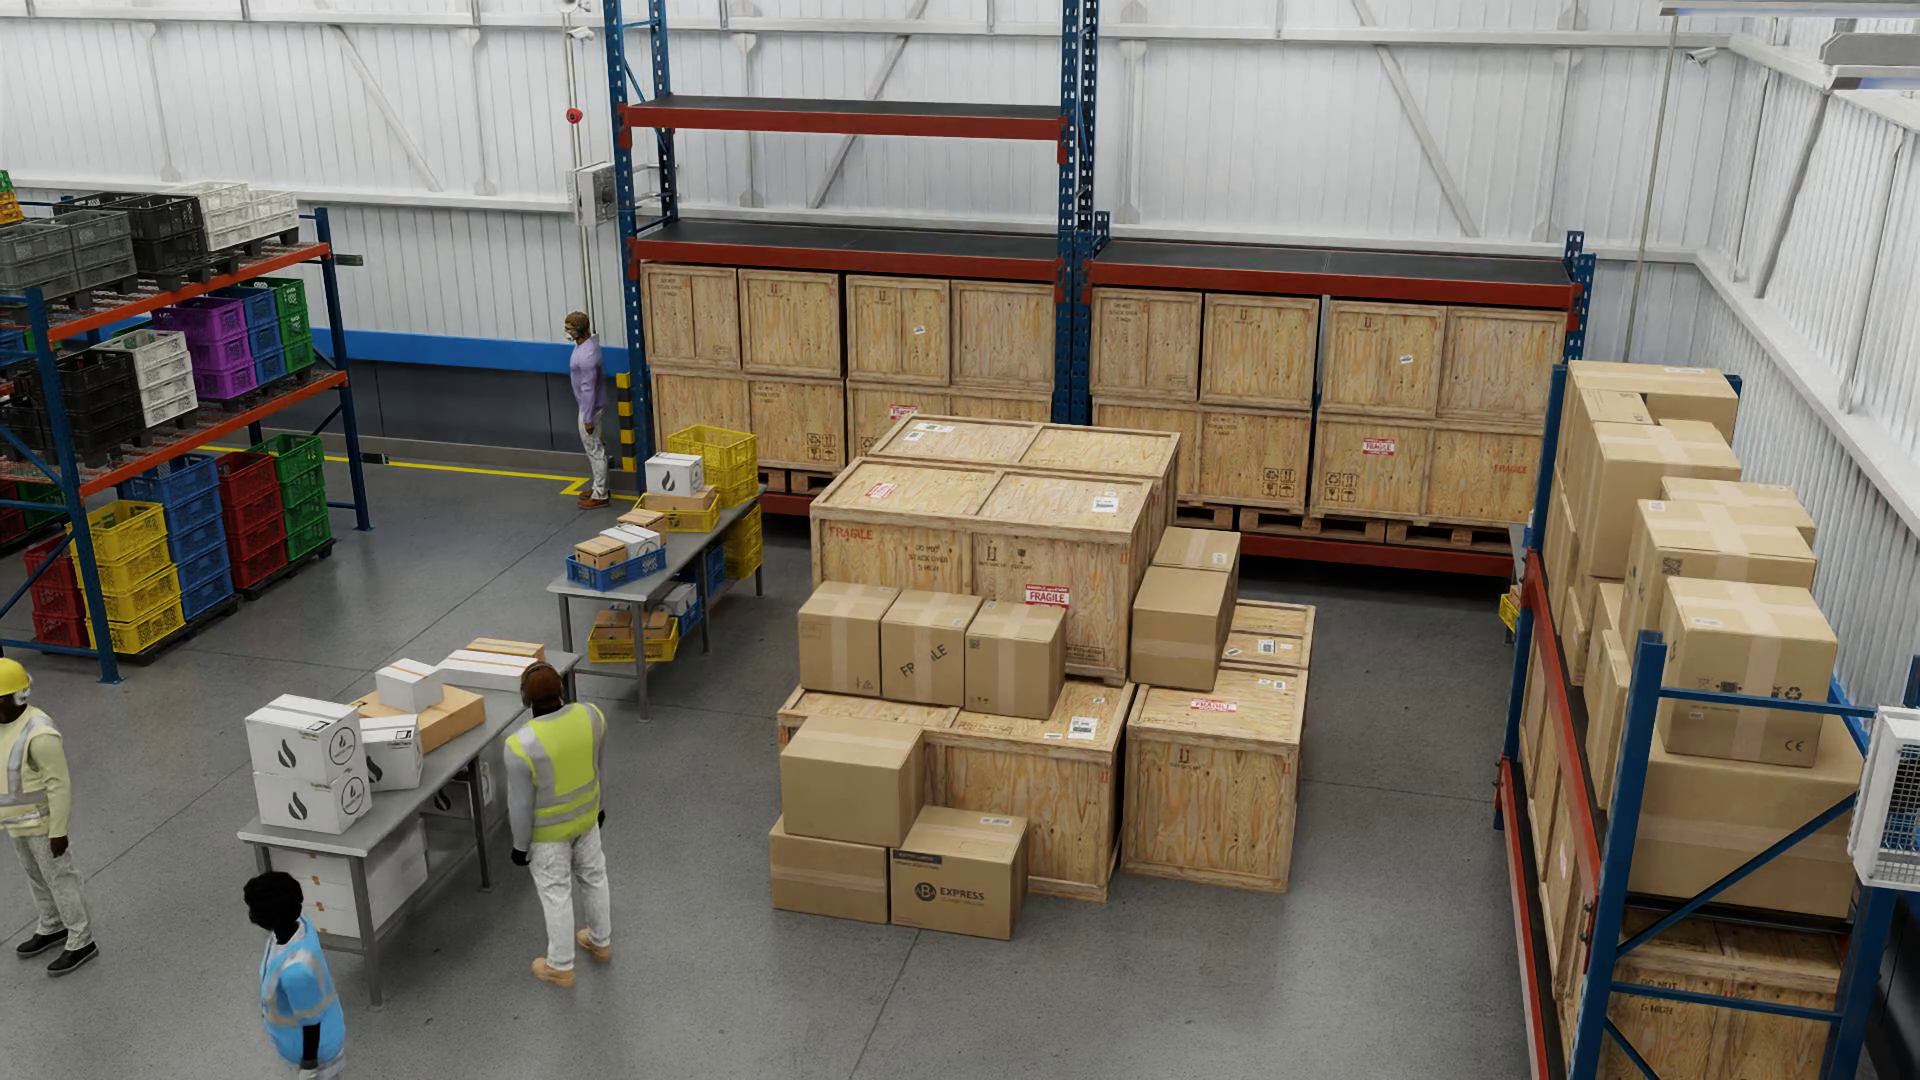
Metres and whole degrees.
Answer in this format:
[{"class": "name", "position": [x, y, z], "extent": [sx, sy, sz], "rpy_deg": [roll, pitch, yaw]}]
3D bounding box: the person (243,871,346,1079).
[{"class": "person", "position": [-2.862, 2.197, 7.299], "extent": [0.322, 1.679, 0.536], "rpy_deg": [-9, 23, -23]}]

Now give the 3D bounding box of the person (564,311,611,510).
[{"class": "person", "position": [-3.564, -1.256, 15.990], "extent": [0.374, 1.933, 0.625], "rpy_deg": [-4, 21, -11]}]

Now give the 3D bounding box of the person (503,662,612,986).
[{"class": "person", "position": [-2.149, 1.507, 8.885], "extent": [0.430, 1.841, 0.624], "rpy_deg": [16, 26, 36]}]

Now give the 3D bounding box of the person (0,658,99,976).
[{"class": "person", "position": [-5.017, 1.477, 8.969], "extent": [0.601, 1.832, 0.404], "rpy_deg": [14, 25, 32]}]
